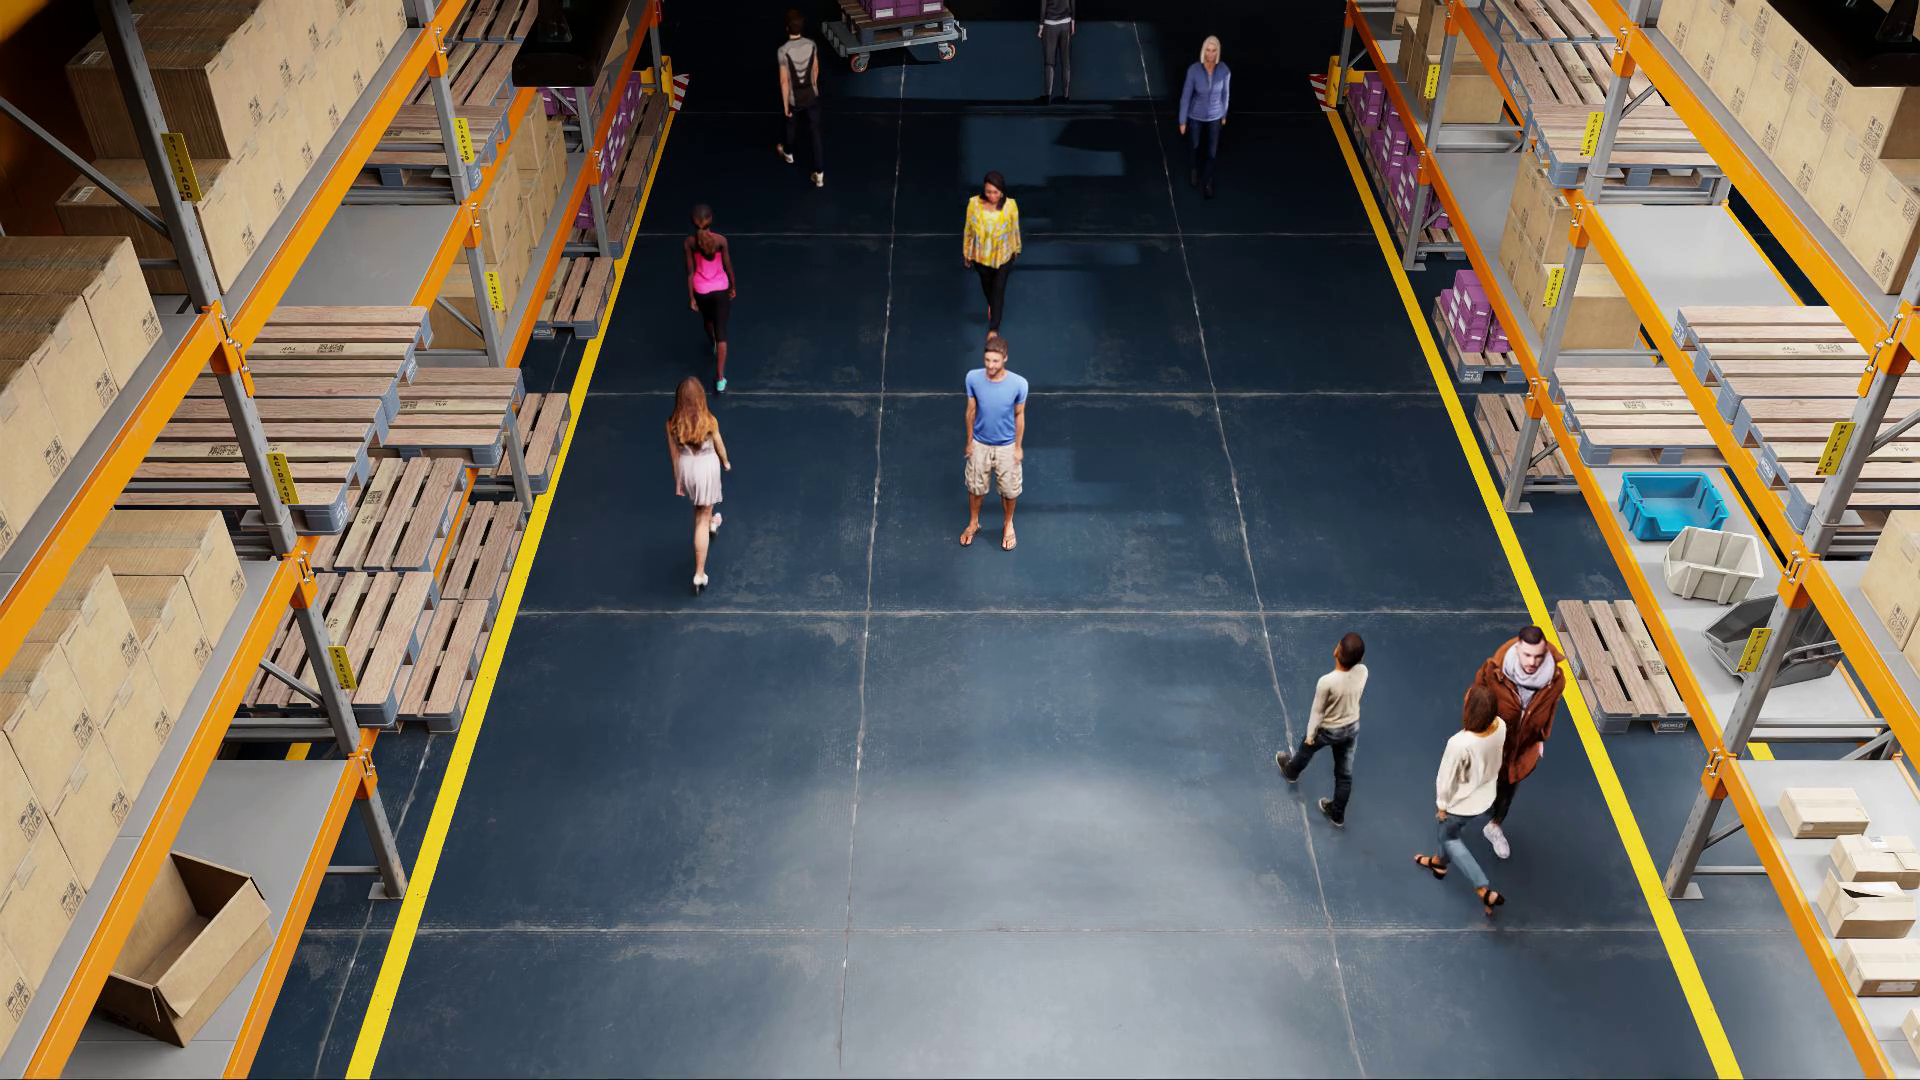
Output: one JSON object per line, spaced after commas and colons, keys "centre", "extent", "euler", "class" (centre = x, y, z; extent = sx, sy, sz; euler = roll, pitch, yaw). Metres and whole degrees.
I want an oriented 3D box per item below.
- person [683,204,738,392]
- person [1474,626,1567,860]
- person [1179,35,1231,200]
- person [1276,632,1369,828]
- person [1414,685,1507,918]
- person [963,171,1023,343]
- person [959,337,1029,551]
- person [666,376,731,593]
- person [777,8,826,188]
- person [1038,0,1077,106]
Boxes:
{"centre": [-2.183, -2.114, 14.663], "extent": [0.554, 1.672, 1.152], "euler": [0, 39, 0], "class": "person"}
{"centre": [3.369, 1.246, 10.322], "extent": [0.691, 1.839, 0.681], "euler": [1, 39, 1], "class": "person"}
{"centre": [2.588, -4.534, 17.670], "extent": [0.702, 1.702, 1.057], "euler": [1, 39, 2], "class": "person"}
{"centre": [2.445, 1.255, 10.634], "extent": [0.748, 1.436, 0.978], "euler": [-12, 40, -15], "class": "person"}
{"centre": [3.122, 1.598, 10.028], "extent": [0.927, 1.657, 1.046], "euler": [-23, 44, -26], "class": "person"}
{"centre": [0.303, -2.672, 15.413], "extent": [0.807, 1.608, 1.095], "euler": [6, 39, 7], "class": "person"}
{"centre": [0.268, -0.770, 12.828], "extent": [0.704, 1.862, 0.644], "euler": [7, 39, 9], "class": "person"}
{"centre": [-1.958, -0.371, 12.436], "extent": [0.630, 1.727, 1.112], "euler": [4, 39, 5], "class": "person"}
{"centre": [-1.644, -4.663, 17.720], "extent": [0.965, 1.840, 1.287], "euler": [-15, 41, -18], "class": "person"}
{"centre": [1.134, -5.953, 19.382], "extent": [0.615, 1.782, 0.551], "euler": [-6, 39, -8], "class": "person"}
